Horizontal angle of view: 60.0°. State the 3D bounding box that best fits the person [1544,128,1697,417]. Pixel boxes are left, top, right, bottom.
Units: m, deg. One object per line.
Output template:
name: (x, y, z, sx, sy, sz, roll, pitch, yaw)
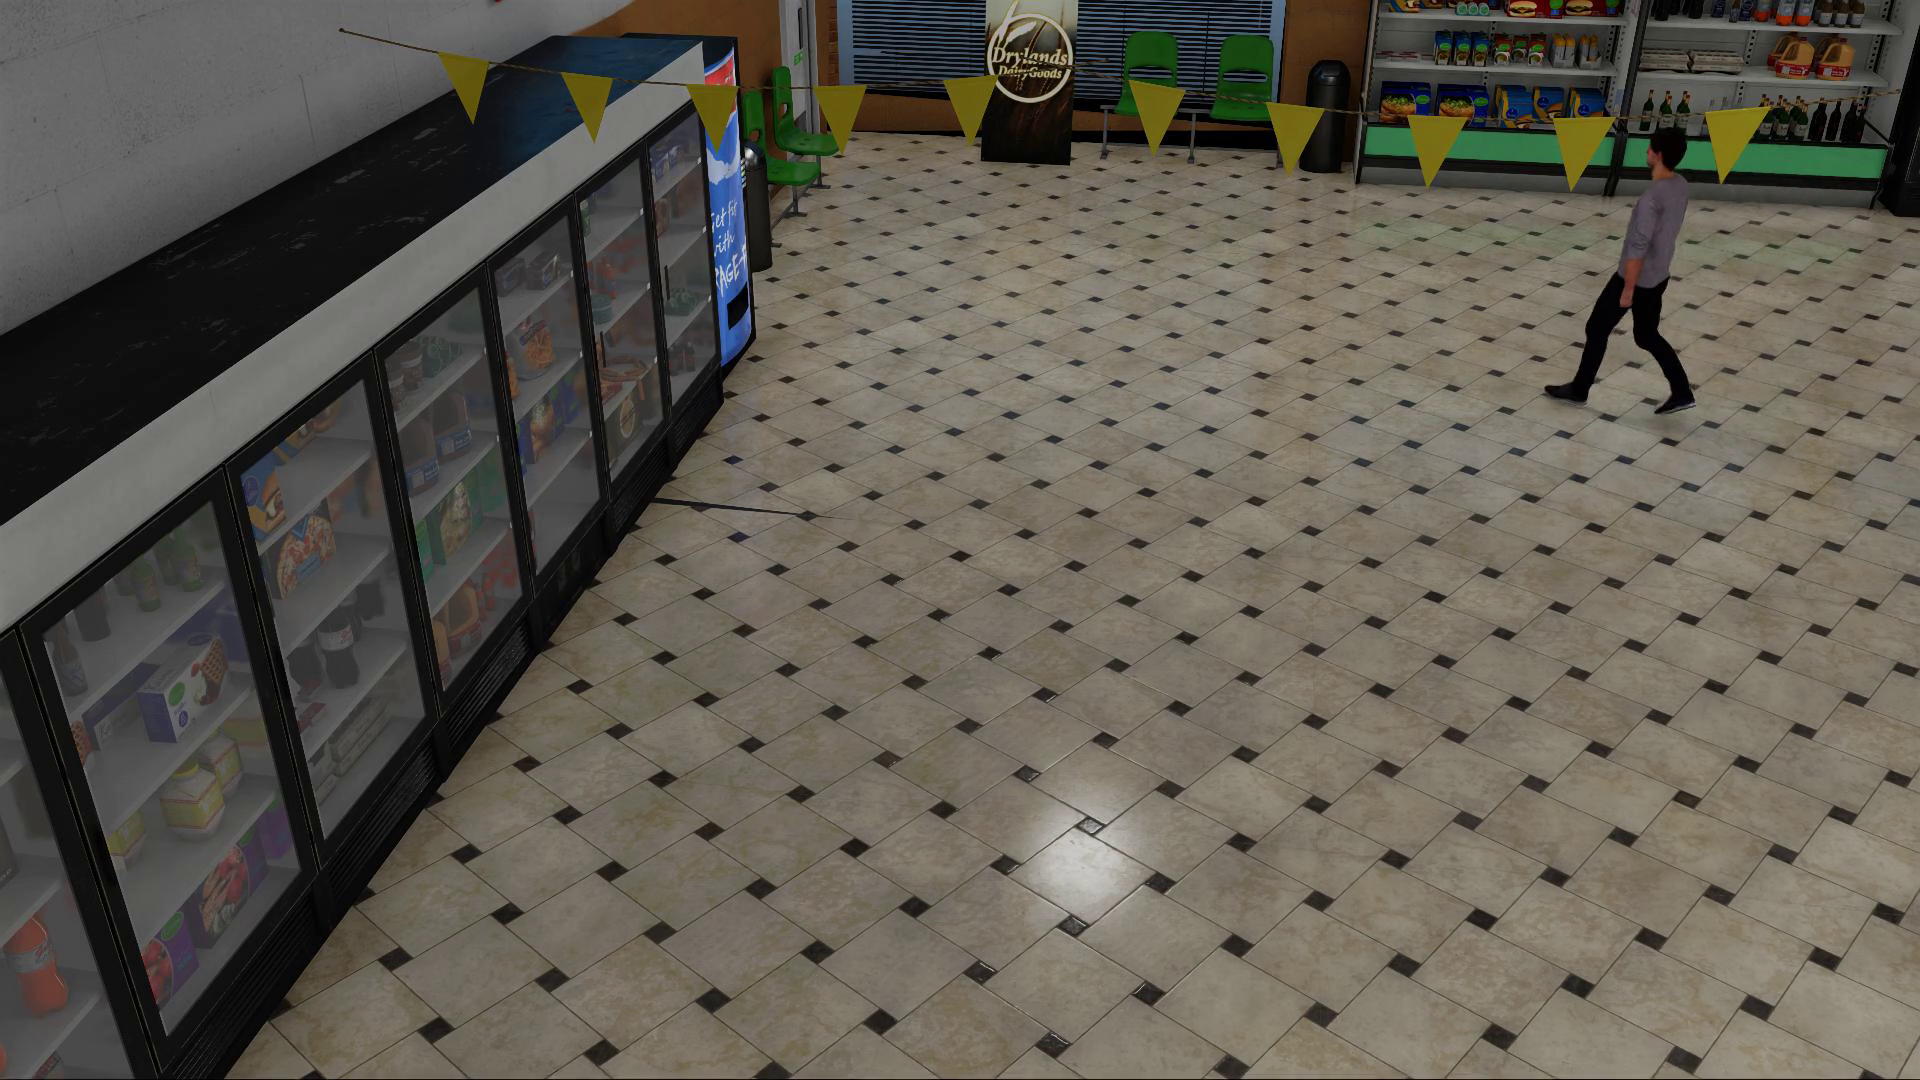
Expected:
person: (4.250, -1.578, 10.173, 1.096, 1.808, 1.240, -23, 36, -36)
